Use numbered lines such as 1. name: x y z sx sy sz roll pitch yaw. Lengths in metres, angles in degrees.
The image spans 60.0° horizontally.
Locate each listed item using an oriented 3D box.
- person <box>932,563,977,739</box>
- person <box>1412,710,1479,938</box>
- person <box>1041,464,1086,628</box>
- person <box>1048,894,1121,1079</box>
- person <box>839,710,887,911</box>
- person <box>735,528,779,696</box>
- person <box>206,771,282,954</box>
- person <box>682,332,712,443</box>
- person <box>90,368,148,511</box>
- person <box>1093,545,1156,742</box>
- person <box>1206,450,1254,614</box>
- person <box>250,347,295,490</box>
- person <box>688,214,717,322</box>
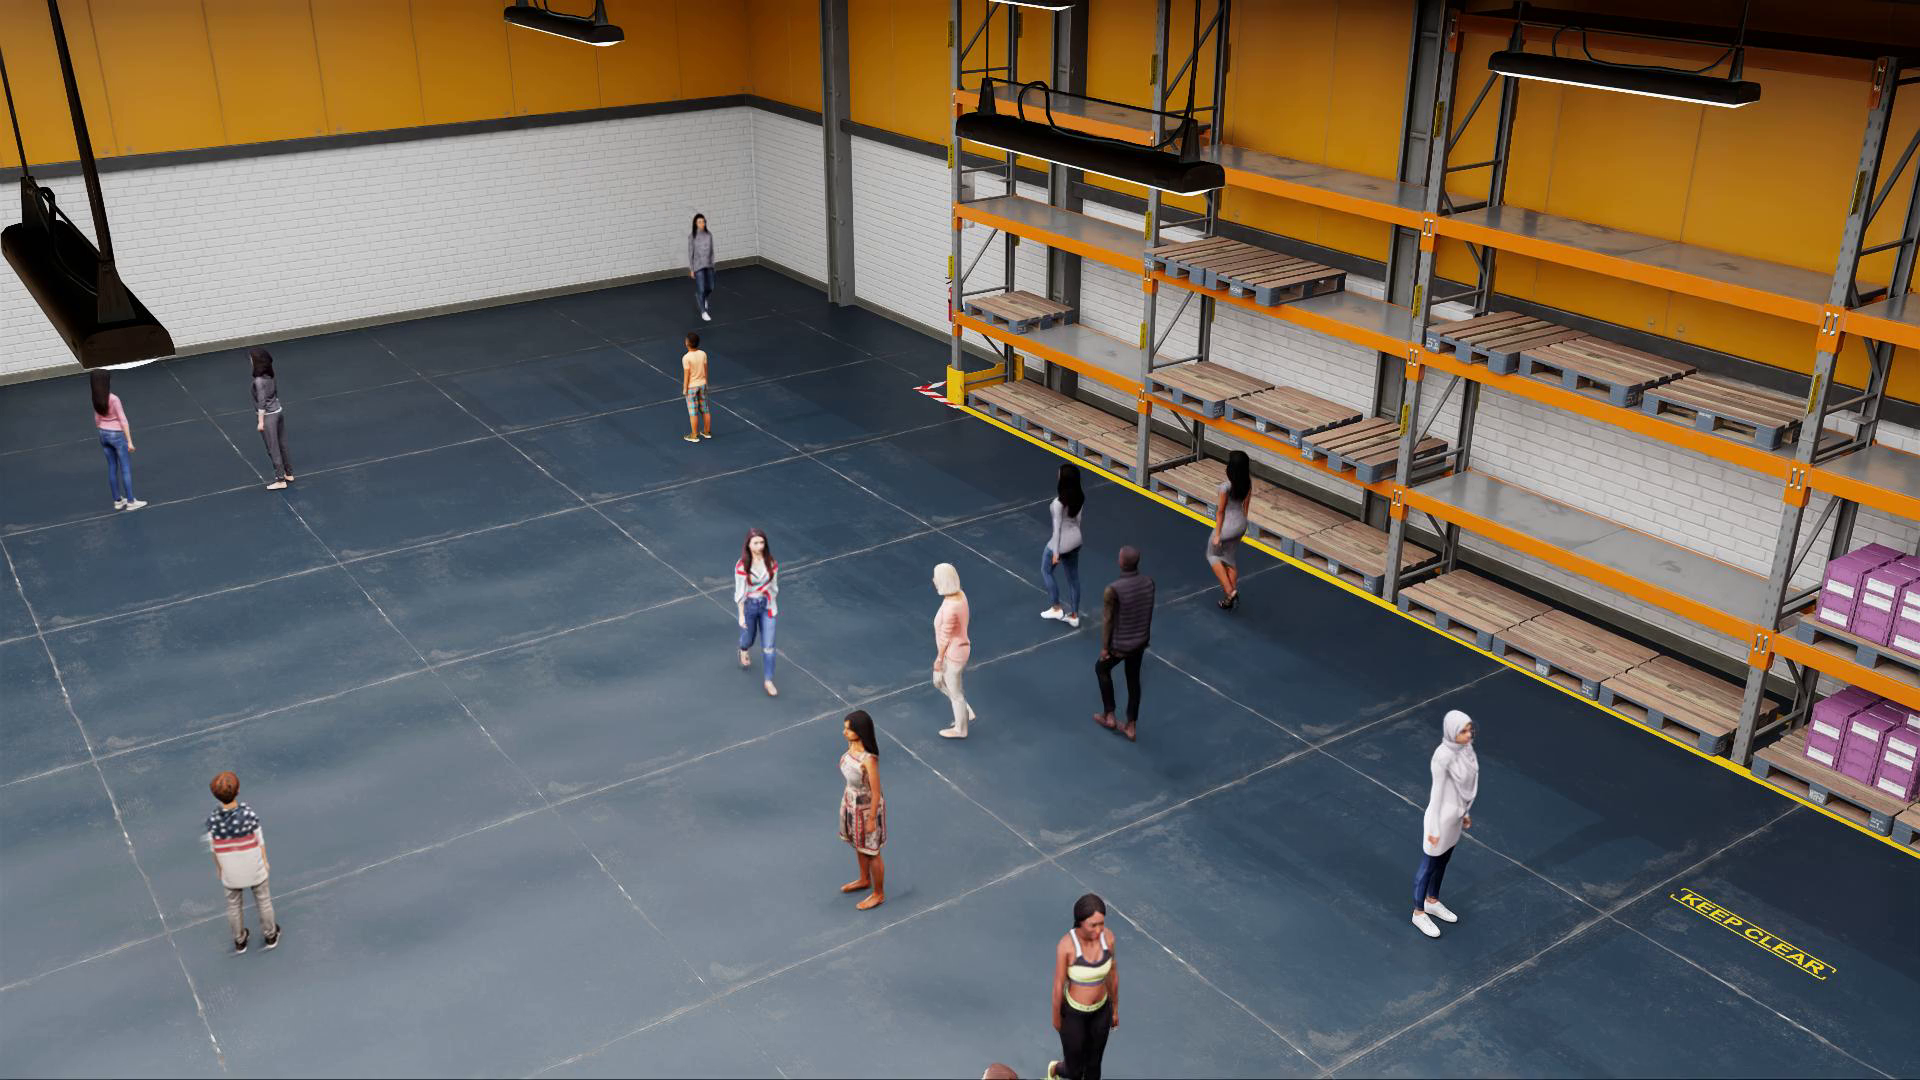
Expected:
1. person: 0.023 0.996 14.613 0.793 1.712 0.724 3 24 6
2. person: 3.537 2.039 12.149 0.635 1.775 0.560 -20 30 -37
3. person: 1.134 0.089 16.678 0.672 1.721 0.672 -22 32 -40
4. person: 0.732 2.874 10.282 0.653 1.741 0.789 -10 25 -21
5. person: -0.716 1.991 12.422 0.736 1.644 0.505 -12 26 -25
6. person: -1.932 0.628 15.606 0.753 1.590 1.046 -9 25 -20
7. person: -5.164 2.305 11.959 0.571 1.439 0.581 -4 24 -10
8. person: -3.460 -2.015 21.816 0.556 1.461 0.529 -22 32 -40
9. person: -9.992 -1.211 19.624 0.607 1.742 0.703 8 25 17
10. person: 1.508 0.935 14.614 0.758 1.823 0.747 -13 27 -27
11. person: 2.811 -0.038 16.913 0.597 1.765 0.647 -15 28 -31
12. person: -8.390 -1.496 20.249 0.728 1.765 0.647 2 24 4
13. person: -4.222 -4.457 27.080 0.658 1.718 0.812 -13 27 -27
